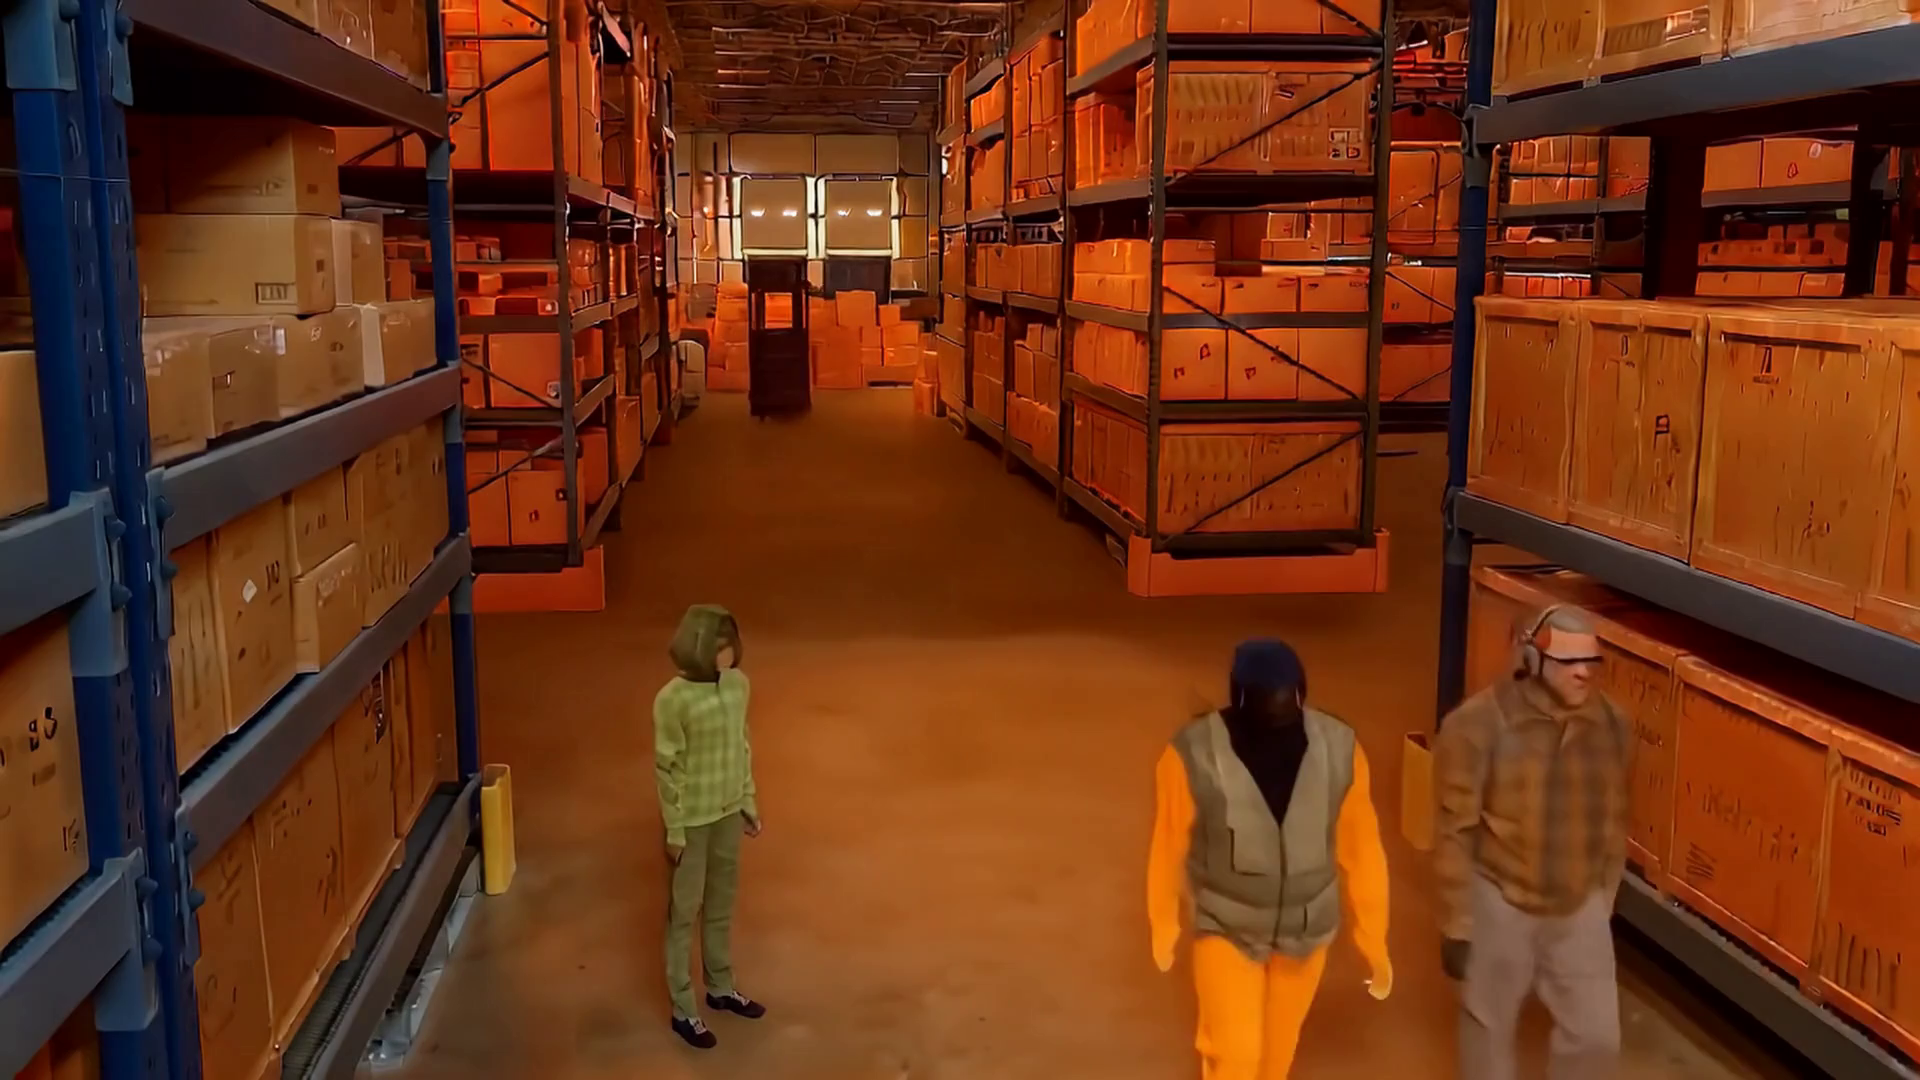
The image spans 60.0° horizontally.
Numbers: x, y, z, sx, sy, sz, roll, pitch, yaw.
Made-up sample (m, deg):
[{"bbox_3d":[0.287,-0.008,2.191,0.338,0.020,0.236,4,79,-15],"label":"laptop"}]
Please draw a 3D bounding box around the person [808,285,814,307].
[{"bbox_3d":[-5.891,-9.156,65.328,0.320,1.689,0.613,-5,11,-25],"label":"person"}]

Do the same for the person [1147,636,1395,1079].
[{"bbox_3d":[0.911,1.177,4.843,0.649,1.806,0.855,-1,10,-7],"label":"person"}]

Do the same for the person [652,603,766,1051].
[{"bbox_3d":[-0.925,1.037,6.156,0.285,1.633,0.497,6,11,30],"label":"person"}]

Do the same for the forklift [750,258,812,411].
[{"bbox_3d":[-3.388,-3.874,31.119,1.129,2.768,1.873,-1,10,-7],"label":"forklift"}]

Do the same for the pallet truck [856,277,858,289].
[{"bbox_3d":[-3.782,-9.391,65.808,1.885,1.965,0.823,2,10,10],"label":"pallet truck"}]

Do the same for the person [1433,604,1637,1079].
[{"bbox_3d":[1.716,1.117,4.966,0.665,1.890,0.549,-1,10,-6],"label":"person"}]

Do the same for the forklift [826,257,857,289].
[{"bbox_3d":[-3.407,-6.733,47.763,1.129,2.768,1.873,-1,10,-7],"label":"forklift"}]

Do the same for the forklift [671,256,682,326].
[{"bbox_3d":[-11.300,-9.496,63.850,1.129,2.768,1.873,-1,10,-7],"label":"forklift"}]
